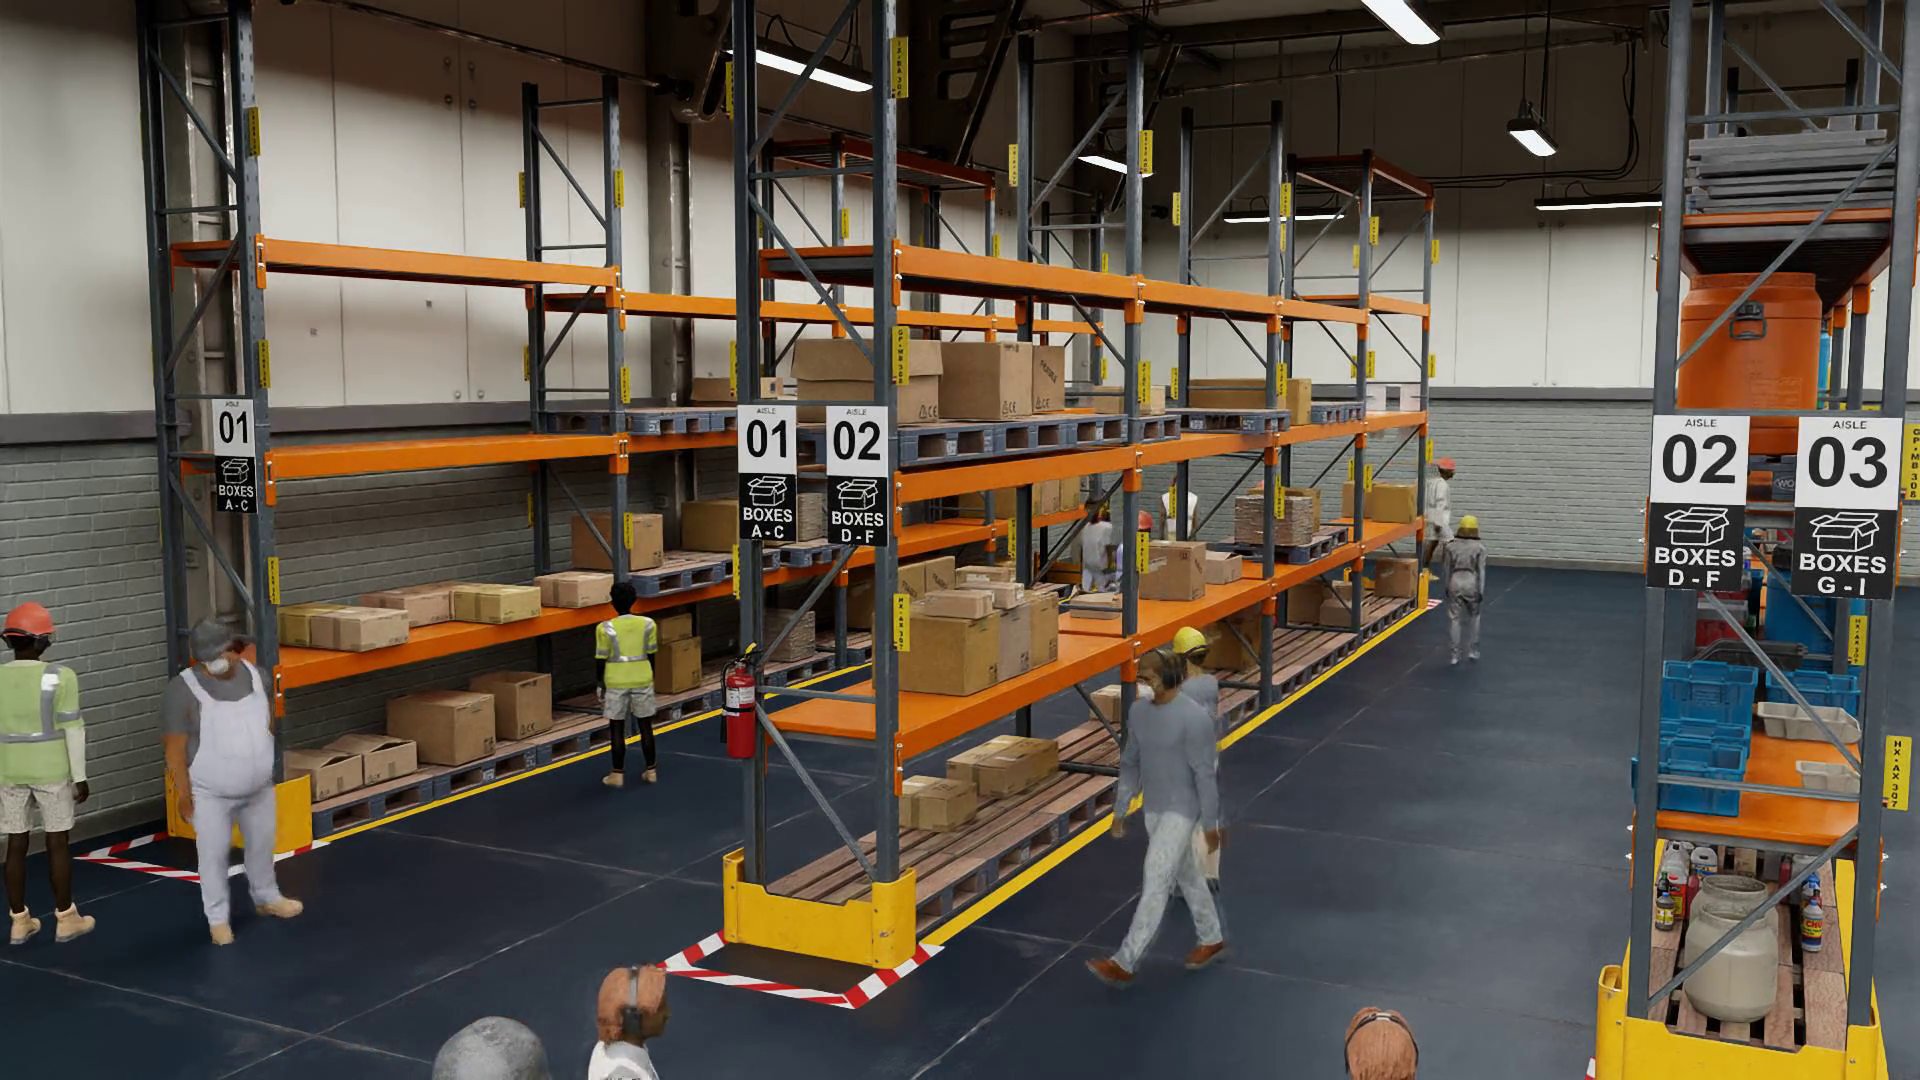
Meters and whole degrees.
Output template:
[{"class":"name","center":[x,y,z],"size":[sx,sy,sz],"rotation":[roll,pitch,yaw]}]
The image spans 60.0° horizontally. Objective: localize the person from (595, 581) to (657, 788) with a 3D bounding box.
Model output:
[{"class":"person","center":[-2.740,1.186,13.684],"size":[0.547,1.690,0.322],"rotation":[-4,7,-31]}]

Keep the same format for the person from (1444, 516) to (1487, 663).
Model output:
[{"class":"person","center":[5.936,0.570,19.534],"size":[0.495,1.713,0.743],"rotation":[3,7,26]}]

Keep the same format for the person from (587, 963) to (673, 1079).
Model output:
[{"class":"person","center":[-1.013,2.105,5.183],"size":[0.883,1.586,0.541],"rotation":[-1,6,-13]}]

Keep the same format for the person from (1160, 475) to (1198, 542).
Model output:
[{"class":"person","center":[3.353,-0.094,25.425],"size":[0.564,1.831,0.431],"rotation":[0,6,1]}]

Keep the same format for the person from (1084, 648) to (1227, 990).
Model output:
[{"class":"person","center":[1.125,1.538,9.318],"size":[1.083,1.879,0.640],"rotation":[-3,7,-31]}]

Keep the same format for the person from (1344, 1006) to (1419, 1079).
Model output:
[{"class":"person","center":[1.173,2.131,4.693],"size":[0.522,1.639,0.306],"rotation":[0,6,1]}]

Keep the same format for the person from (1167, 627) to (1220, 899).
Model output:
[{"class":"person","center":[1.500,1.442,10.795],"size":[0.324,1.765,0.531],"rotation":[4,7,34]}]

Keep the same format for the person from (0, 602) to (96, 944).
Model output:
[{"class":"person","center":[-5.528,1.390,9.952],"size":[0.605,2.045,0.382],"rotation":[0,6,-4]}]

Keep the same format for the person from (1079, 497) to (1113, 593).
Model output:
[{"class":"person","center":[1.714,0.376,20.777],"size":[0.520,1.852,0.785],"rotation":[3,7,30]}]

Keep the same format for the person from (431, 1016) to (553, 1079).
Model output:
[{"class":"person","center":[-1.016,2.036,3.685],"size":[0.687,2.000,0.535],"rotation":[1,6,6]}]

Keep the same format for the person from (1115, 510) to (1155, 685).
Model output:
[{"class":"person","center":[1.910,0.649,17.689],"size":[0.549,1.938,0.369],"rotation":[1,6,13]}]

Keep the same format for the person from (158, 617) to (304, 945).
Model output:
[{"class":"person","center":[-4.345,1.394,9.934],"size":[0.567,2.000,0.778],"rotation":[4,7,36]}]
